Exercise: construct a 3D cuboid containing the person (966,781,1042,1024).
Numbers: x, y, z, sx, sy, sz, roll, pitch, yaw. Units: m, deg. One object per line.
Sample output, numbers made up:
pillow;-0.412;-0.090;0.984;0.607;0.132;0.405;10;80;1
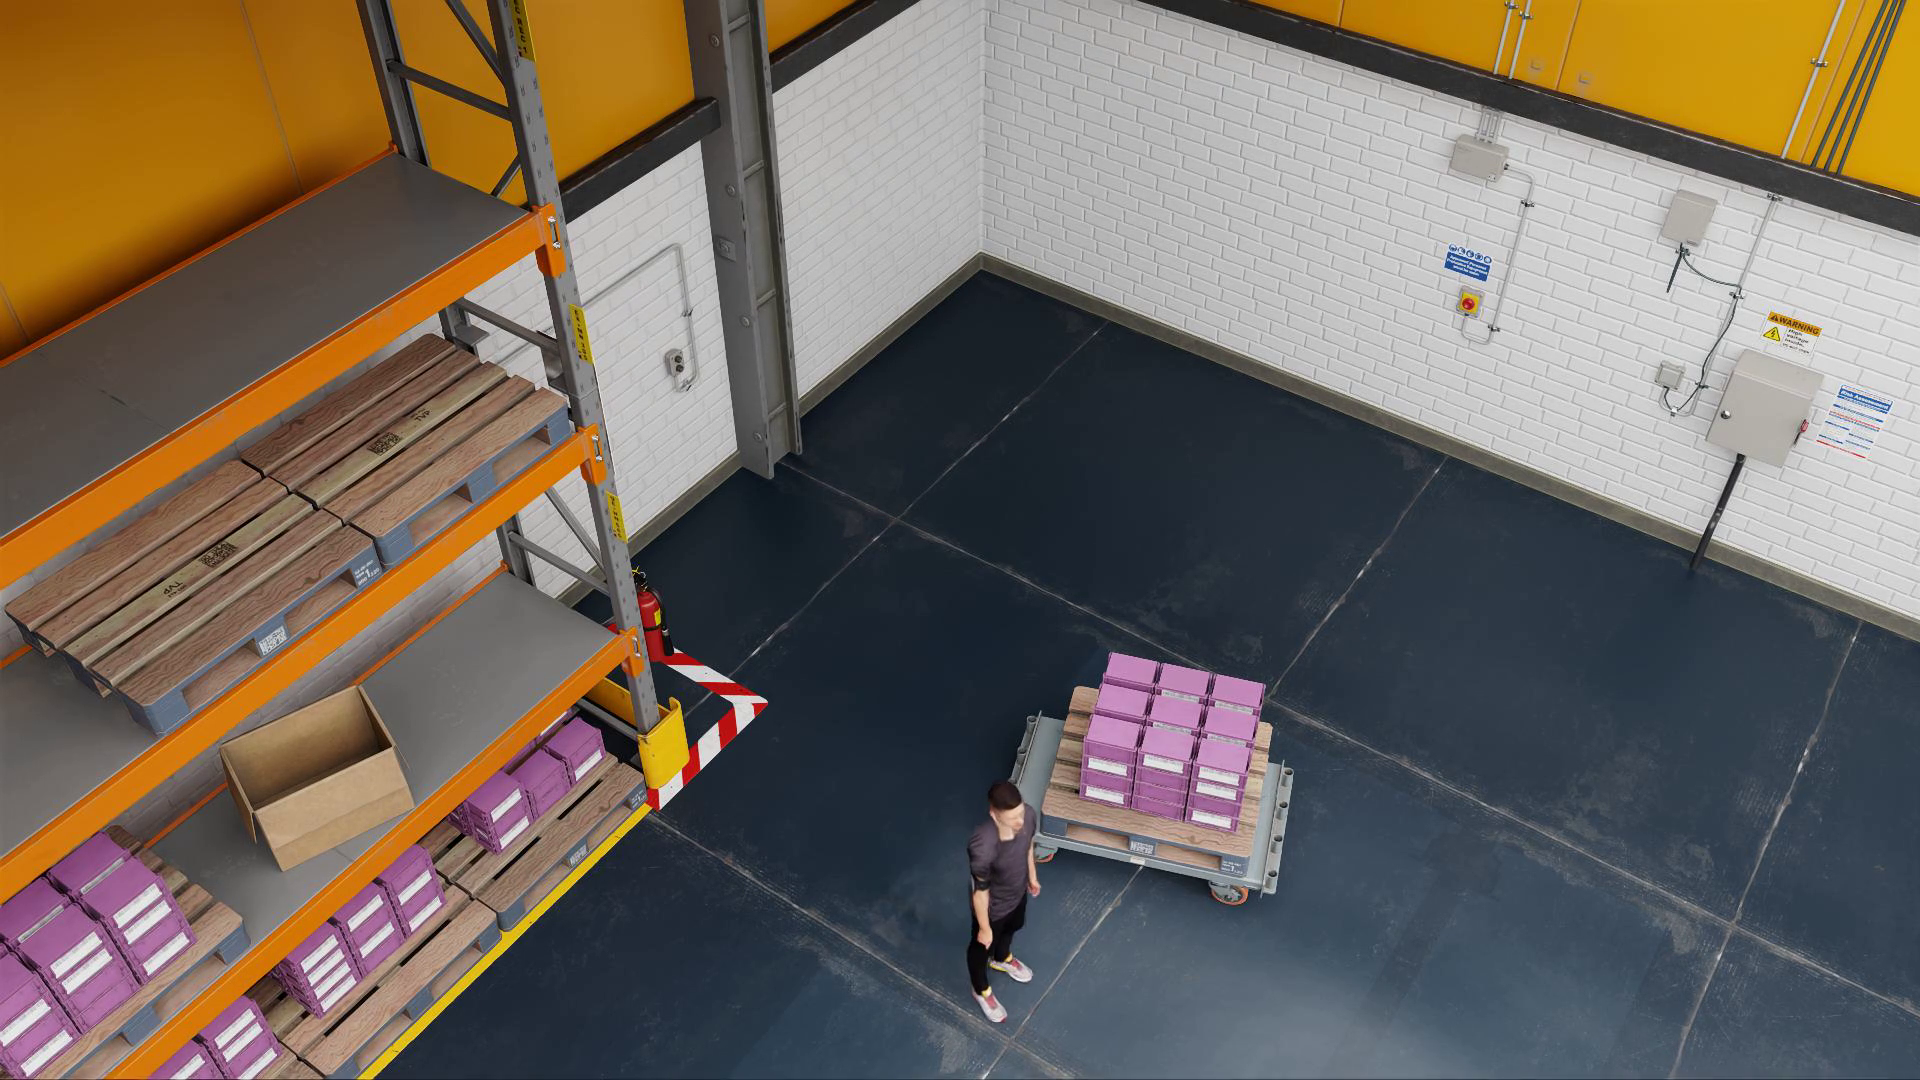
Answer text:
person;0.197;1.842;8.702;0.722;1.765;0.515;30;51;28
